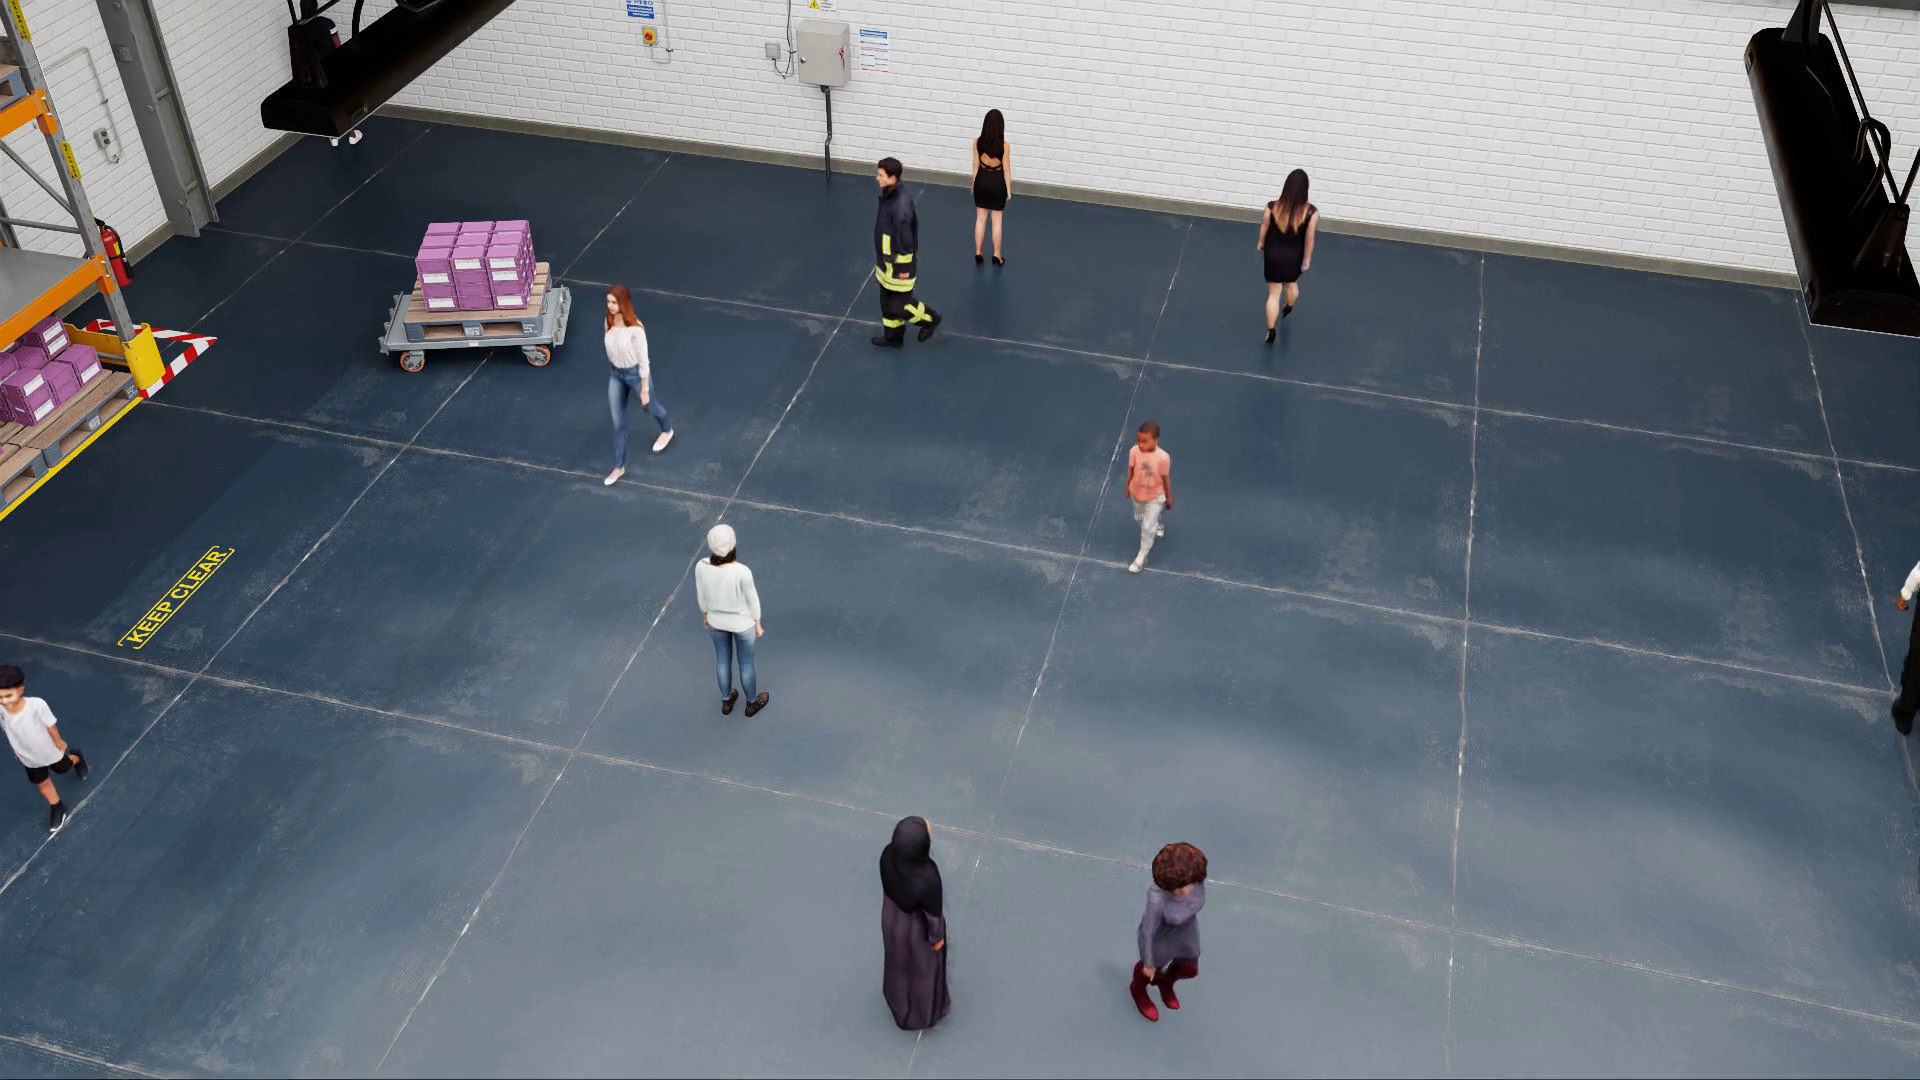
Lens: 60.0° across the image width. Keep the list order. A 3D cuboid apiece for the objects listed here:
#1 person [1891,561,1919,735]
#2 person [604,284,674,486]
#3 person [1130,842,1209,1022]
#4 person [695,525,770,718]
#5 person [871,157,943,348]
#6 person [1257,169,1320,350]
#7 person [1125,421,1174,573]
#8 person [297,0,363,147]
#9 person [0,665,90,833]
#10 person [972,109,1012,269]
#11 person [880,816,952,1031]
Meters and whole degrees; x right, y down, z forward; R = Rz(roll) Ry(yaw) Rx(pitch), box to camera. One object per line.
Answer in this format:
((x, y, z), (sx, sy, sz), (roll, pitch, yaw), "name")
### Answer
((6.671, 0.535, 11.220), (0.725, 1.893, 1.033), (11, 40, 13), "person")
((-2.657, -1.360, 13.758), (0.758, 1.686, 1.161), (19, 42, 22), "person")
((1.129, 2.166, 9.348), (0.810, 1.681, 0.868), (-27, 46, -30), "person")
((-1.567, 0.544, 11.407), (0.577, 1.645, 0.492), (8, 39, 10), "person")
((-0.491, -2.584, 15.110), (1.086, 1.913, 1.037), (-11, 40, -14), "person")
((2.966, -2.538, 15.232), (0.723, 1.688, 0.962), (5, 39, 6), "person")
((1.490, -0.409, 12.887), (0.666, 1.288, 0.900), (18, 42, 21), "person")
((-7.103, -5.272, 18.623), (0.704, 1.729, 0.703), (-7, 39, -8), "person")
((-5.991, 1.275, 10.812), (0.691, 1.246, 0.870), (-6, 39, -7), "person")
((0.301, -3.460, 16.419), (0.542, 1.646, 0.467), (10, 40, 12), "person")
((-0.279, 2.142, 9.431), (0.751, 1.614, 0.710), (-31, 48, -33), "person")
